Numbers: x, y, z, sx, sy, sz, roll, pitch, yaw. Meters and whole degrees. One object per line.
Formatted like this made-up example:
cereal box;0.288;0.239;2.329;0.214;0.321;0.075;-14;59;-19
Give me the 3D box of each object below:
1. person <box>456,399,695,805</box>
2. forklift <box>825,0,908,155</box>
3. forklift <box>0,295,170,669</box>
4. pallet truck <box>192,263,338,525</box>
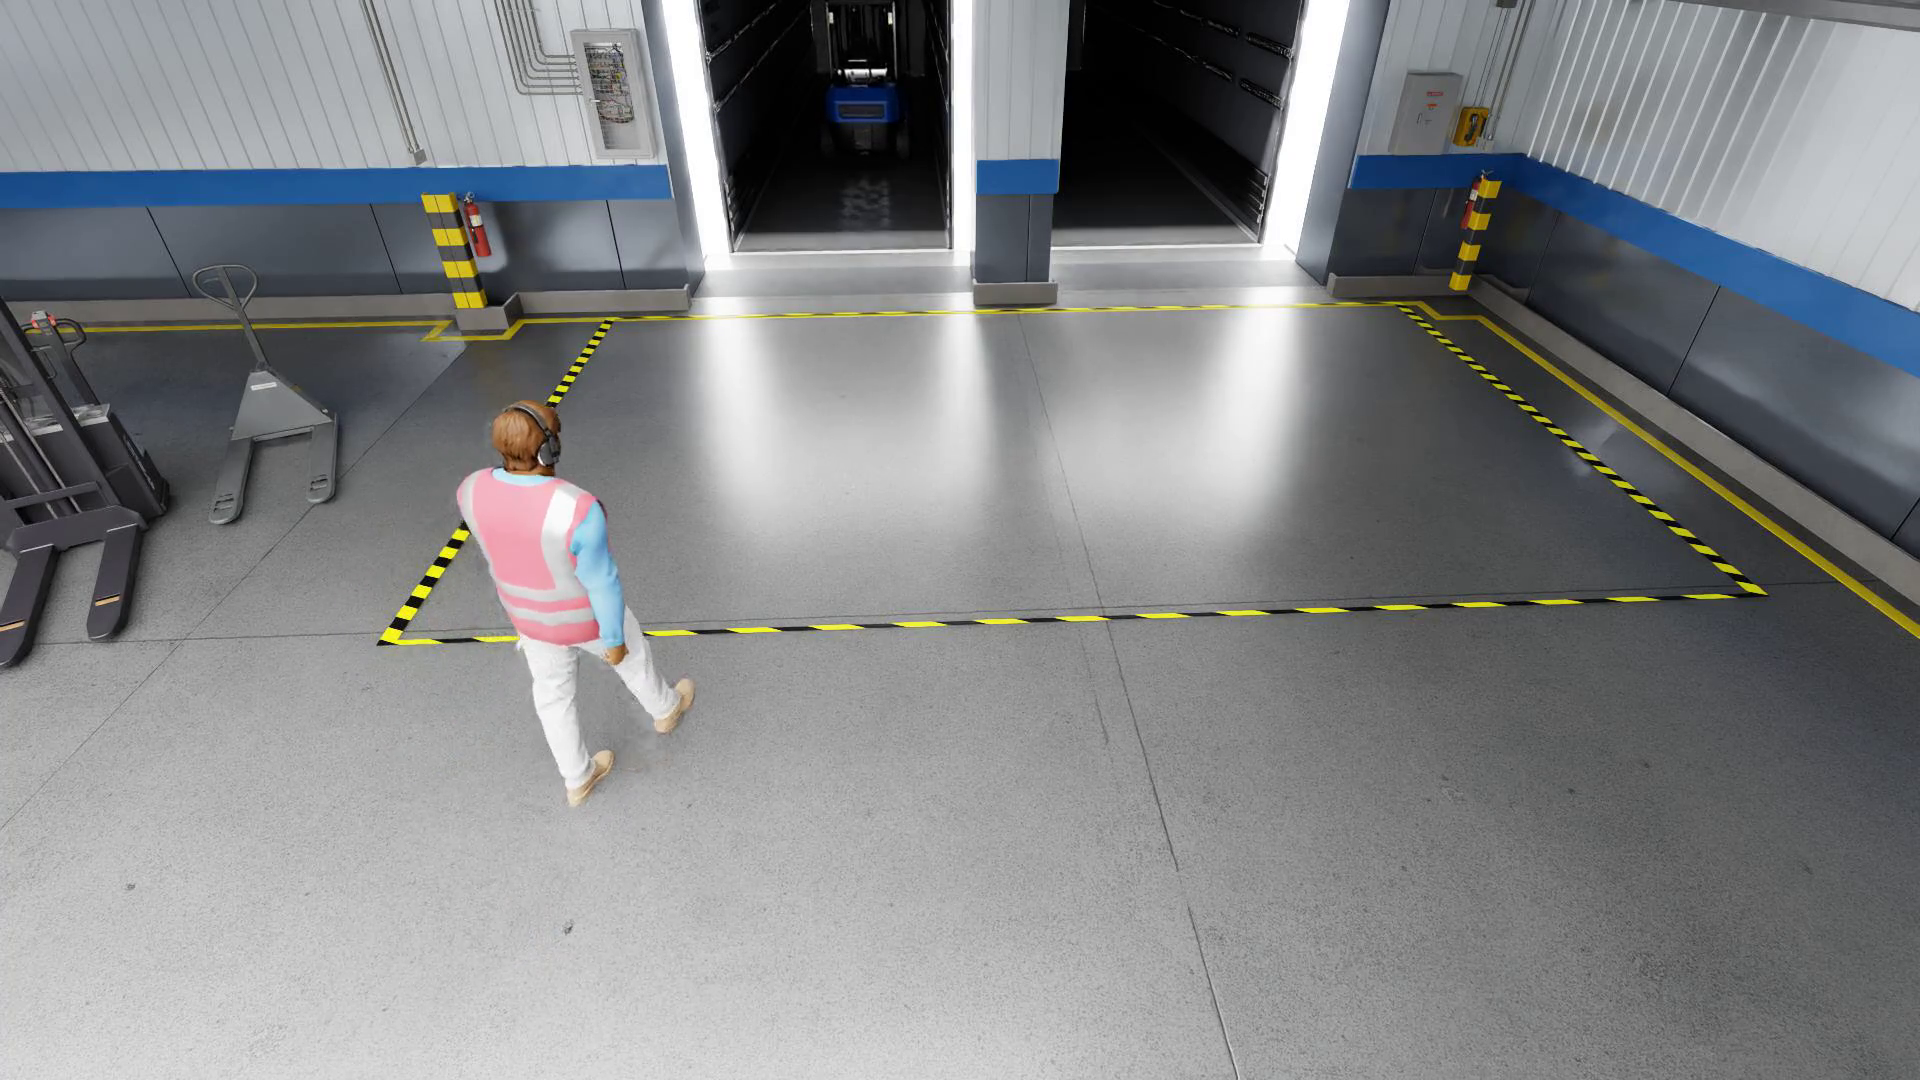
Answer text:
person;-1.570;0.226;3.817;0.633;1.812;0.771;8;36;11
forklift;-1.436;-7.298;14.164;1.157;2.036;2.680;0;35;0
forklift;-5.212;-0.618;4.878;0.823;1.965;1.885;-20;39;-26
pallet truck;-4.778;-1.027;6.128;0.680;1.201;1.601;-17;38;-23
